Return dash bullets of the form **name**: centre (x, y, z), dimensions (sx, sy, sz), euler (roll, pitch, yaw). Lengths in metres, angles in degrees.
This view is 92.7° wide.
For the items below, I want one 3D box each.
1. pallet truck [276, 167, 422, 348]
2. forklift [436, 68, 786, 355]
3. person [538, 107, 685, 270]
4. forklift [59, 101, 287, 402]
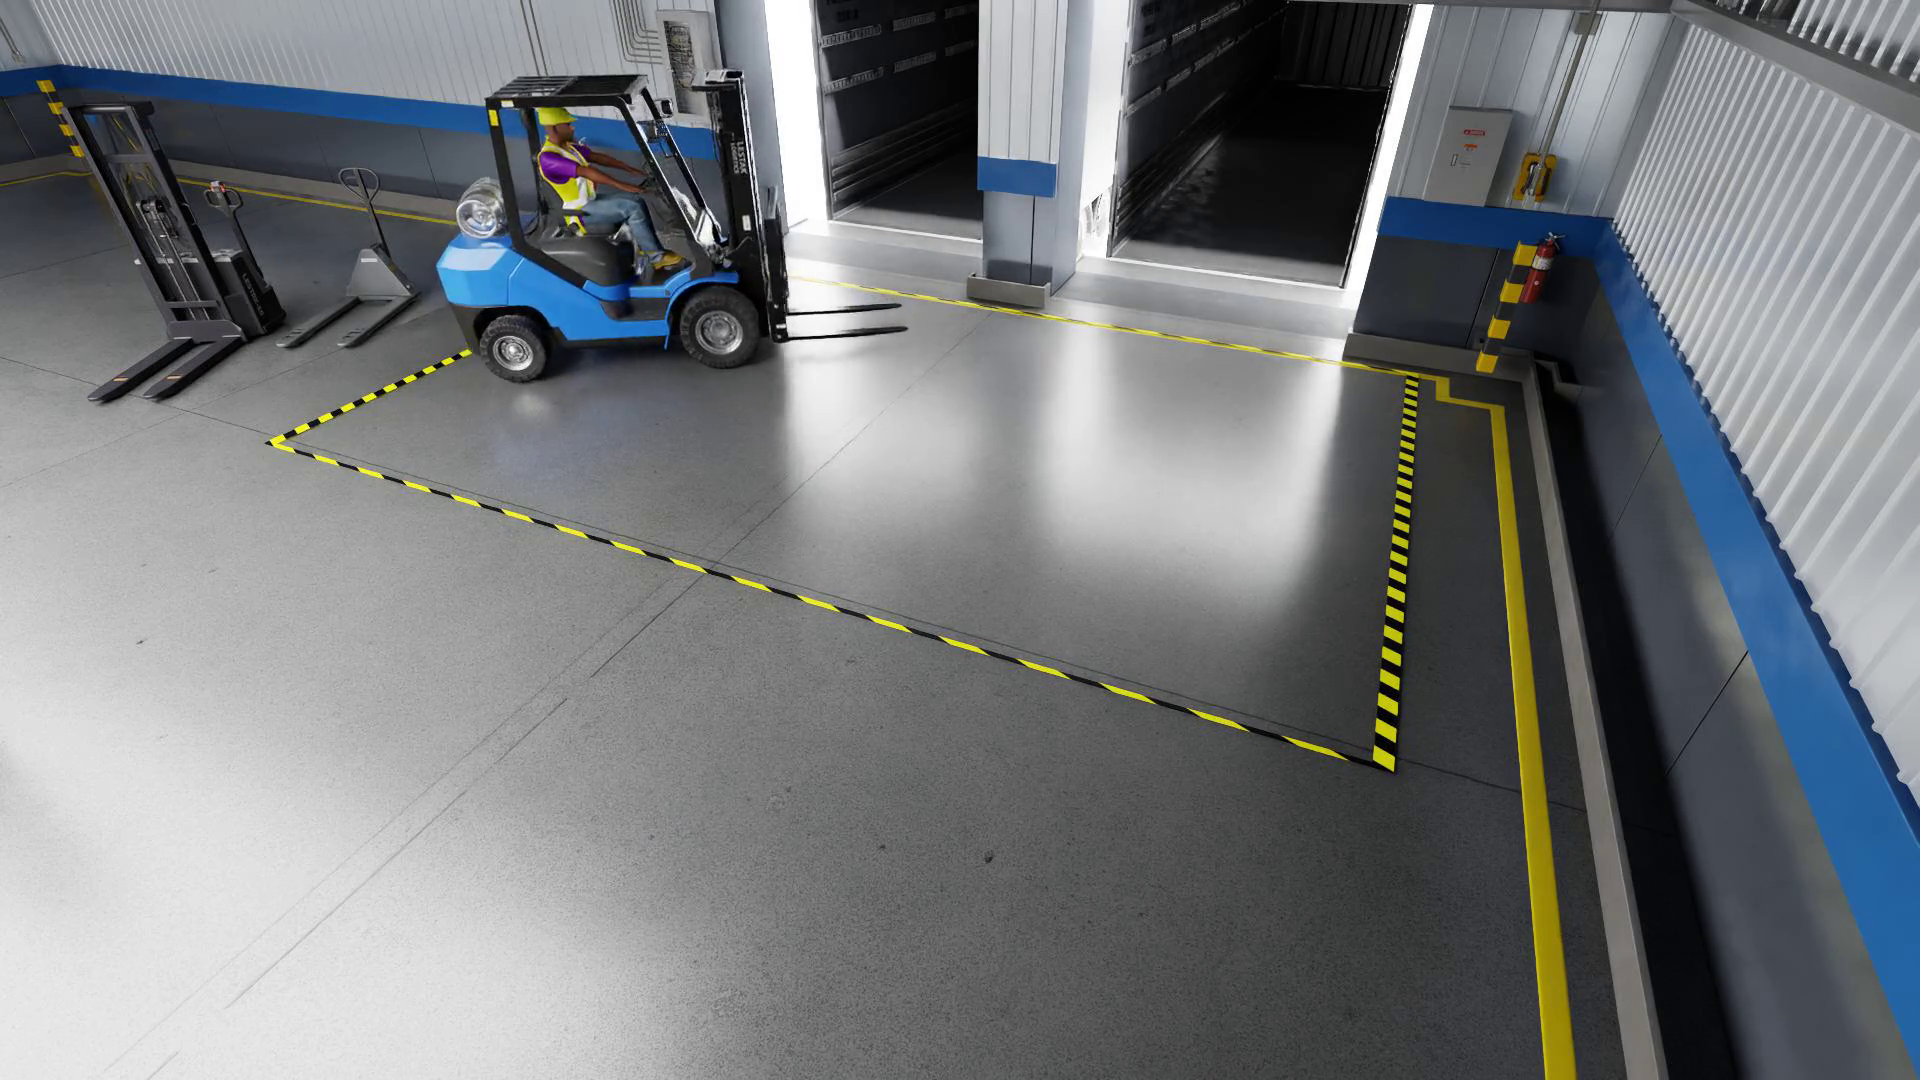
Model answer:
- **pallet truck**: centre (-5.732, -2.611, 8.414), dimensions (0.680, 1.201, 1.601), euler (-1, 35, -1)
- **forklift**: centre (-2.878, -2.701, 7.573), dimensions (2.680, 2.036, 1.157), euler (-5, 35, -7)
- **person**: centre (-2.818, -2.855, 7.466), dimensions (1.004, 1.294, 0.635), euler (-5, 35, -7)
- **forklift**: centre (-6.686, -2.387, 7.434), dimensions (0.823, 1.965, 1.885), euler (-3, 35, -5)
